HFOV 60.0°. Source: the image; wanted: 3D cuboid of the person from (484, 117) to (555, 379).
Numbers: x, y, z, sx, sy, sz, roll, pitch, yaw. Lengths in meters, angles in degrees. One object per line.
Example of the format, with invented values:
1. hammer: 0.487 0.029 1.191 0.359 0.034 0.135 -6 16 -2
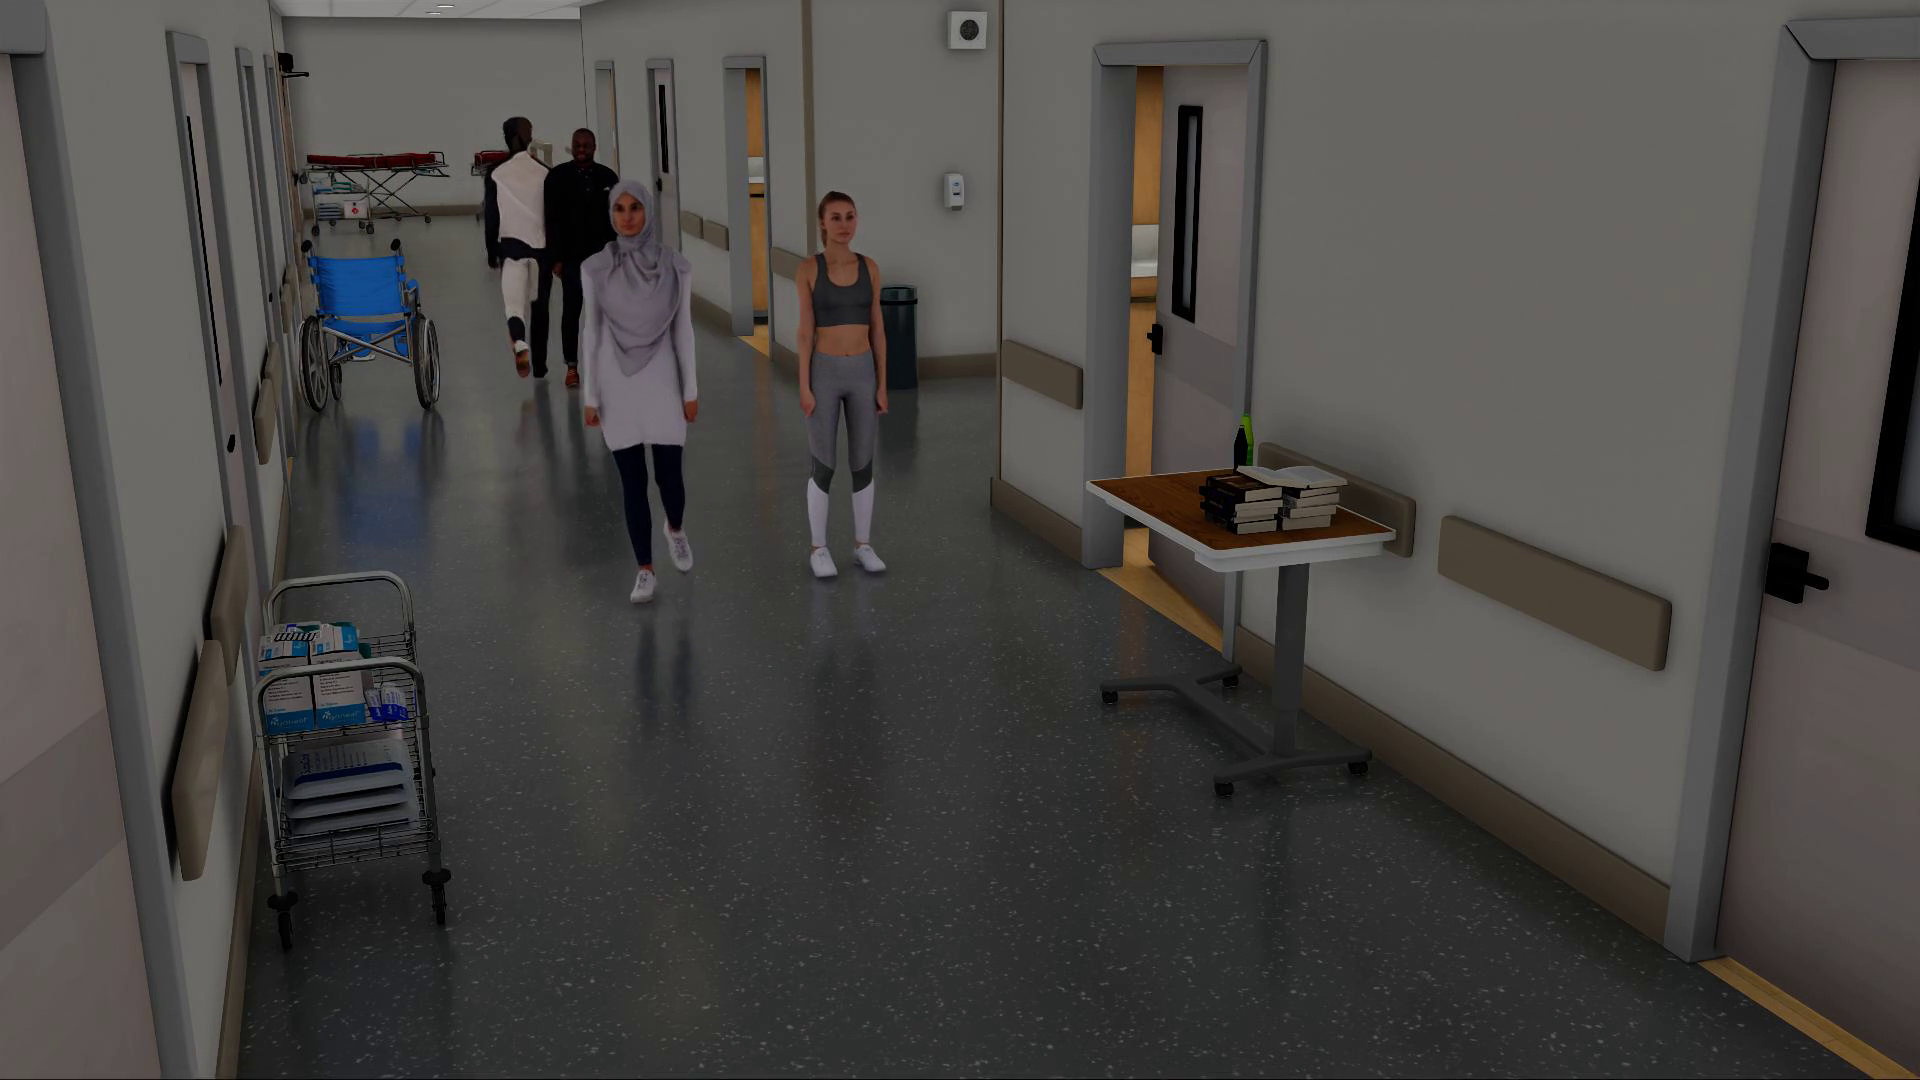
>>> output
1. person: -3.111 -2.047 11.898 0.758 1.873 1.069 -4 16 -12

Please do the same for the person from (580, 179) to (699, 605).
1. person: -1.344 -0.630 7.065 0.742 1.768 0.829 0 16 -1

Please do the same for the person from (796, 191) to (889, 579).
1. person: -0.530 -0.683 7.375 0.548 1.702 0.514 -6 17 -21

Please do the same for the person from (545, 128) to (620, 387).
1. person: -2.685 -2.031 11.943 0.705 1.818 0.610 -7 17 -23
